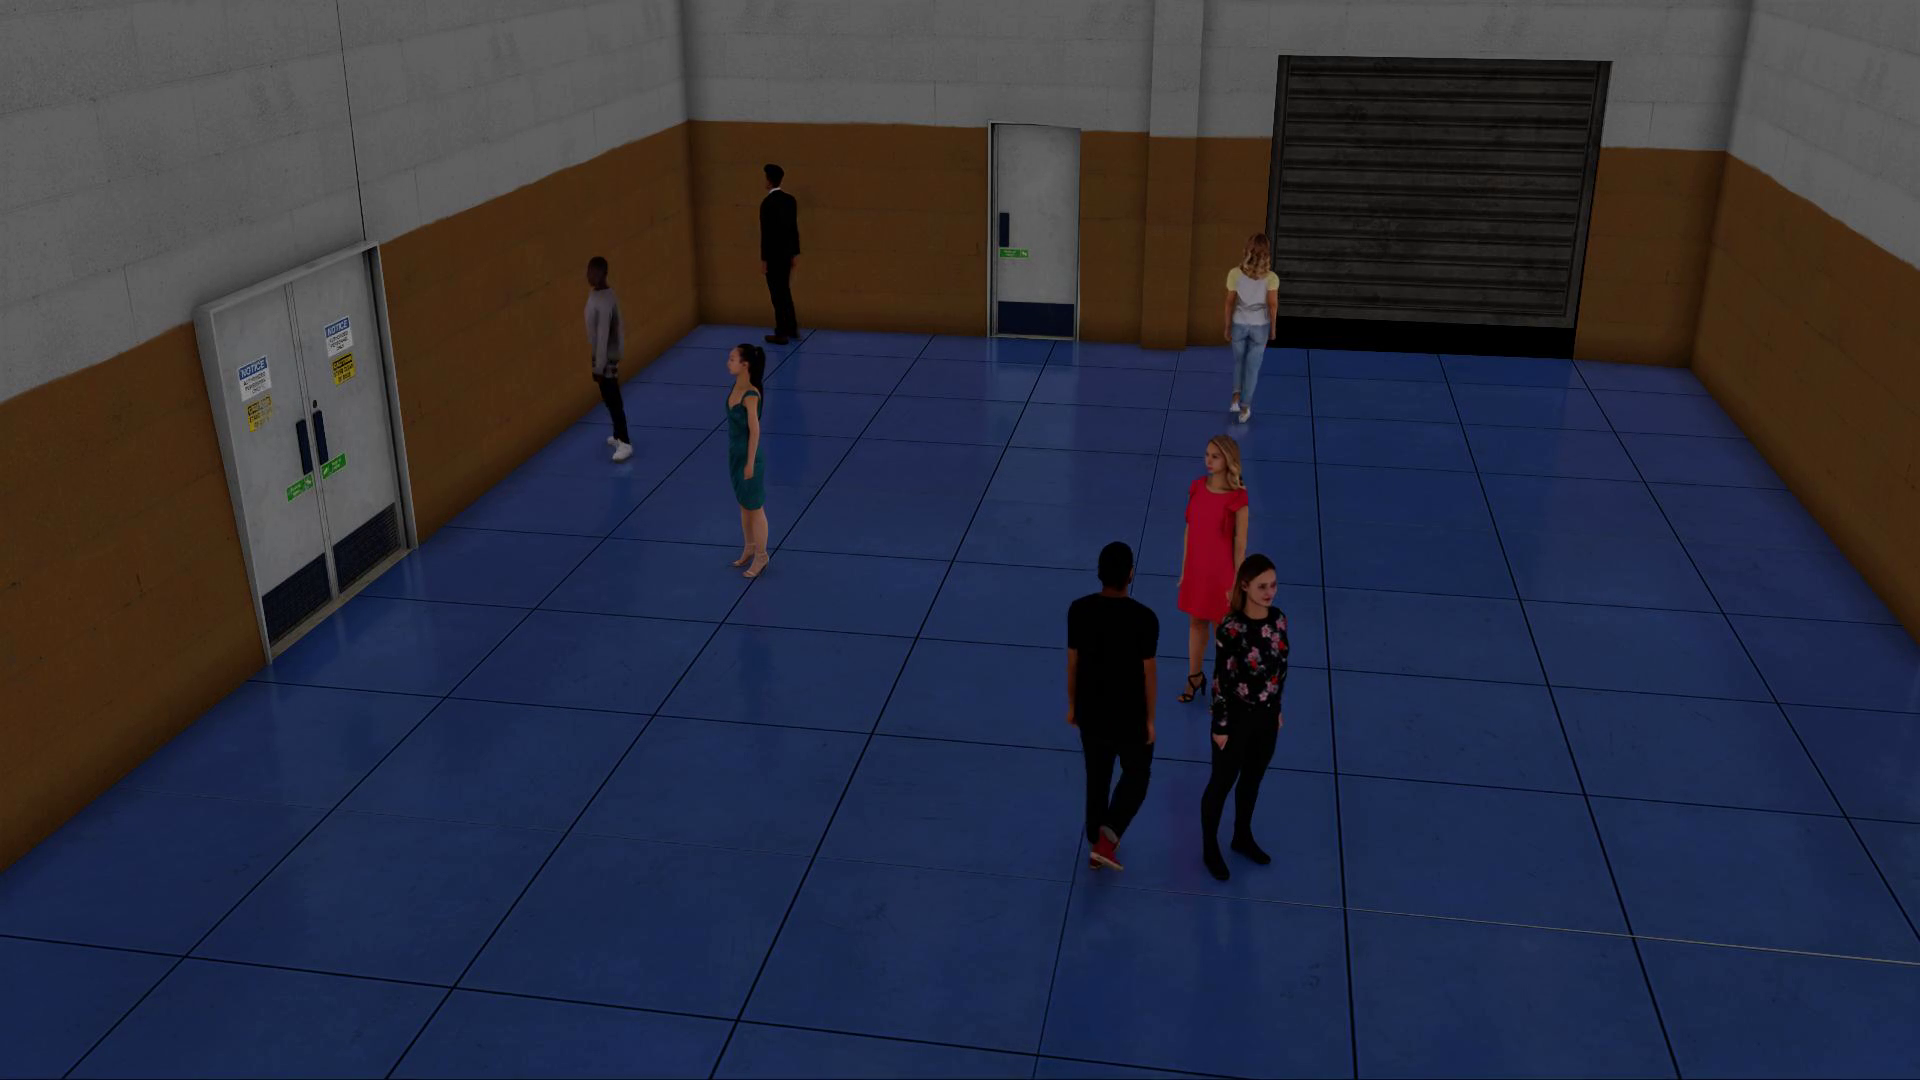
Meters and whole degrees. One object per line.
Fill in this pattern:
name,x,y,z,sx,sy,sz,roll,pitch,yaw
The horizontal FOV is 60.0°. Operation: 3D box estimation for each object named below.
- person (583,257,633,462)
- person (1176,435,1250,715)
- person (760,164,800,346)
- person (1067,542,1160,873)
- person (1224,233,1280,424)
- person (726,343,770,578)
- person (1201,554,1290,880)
person,-2.981,-1.581,14.143,0.755,1.748,0.839,-1,22,-3
person,1.494,0.190,9.762,0.728,1.728,0.645,-20,29,-40
person,-1.903,-3.004,17.515,0.692,1.875,0.764,12,25,28
person,0.709,0.876,8.031,0.771,1.746,0.812,11,25,26
person,2.592,-1.863,14.870,0.606,1.715,0.740,8,23,19
person,-1.500,-0.562,11.690,0.656,1.685,0.629,-10,24,-23
person,1.401,0.851,8.175,0.638,1.684,0.711,-13,25,-29
